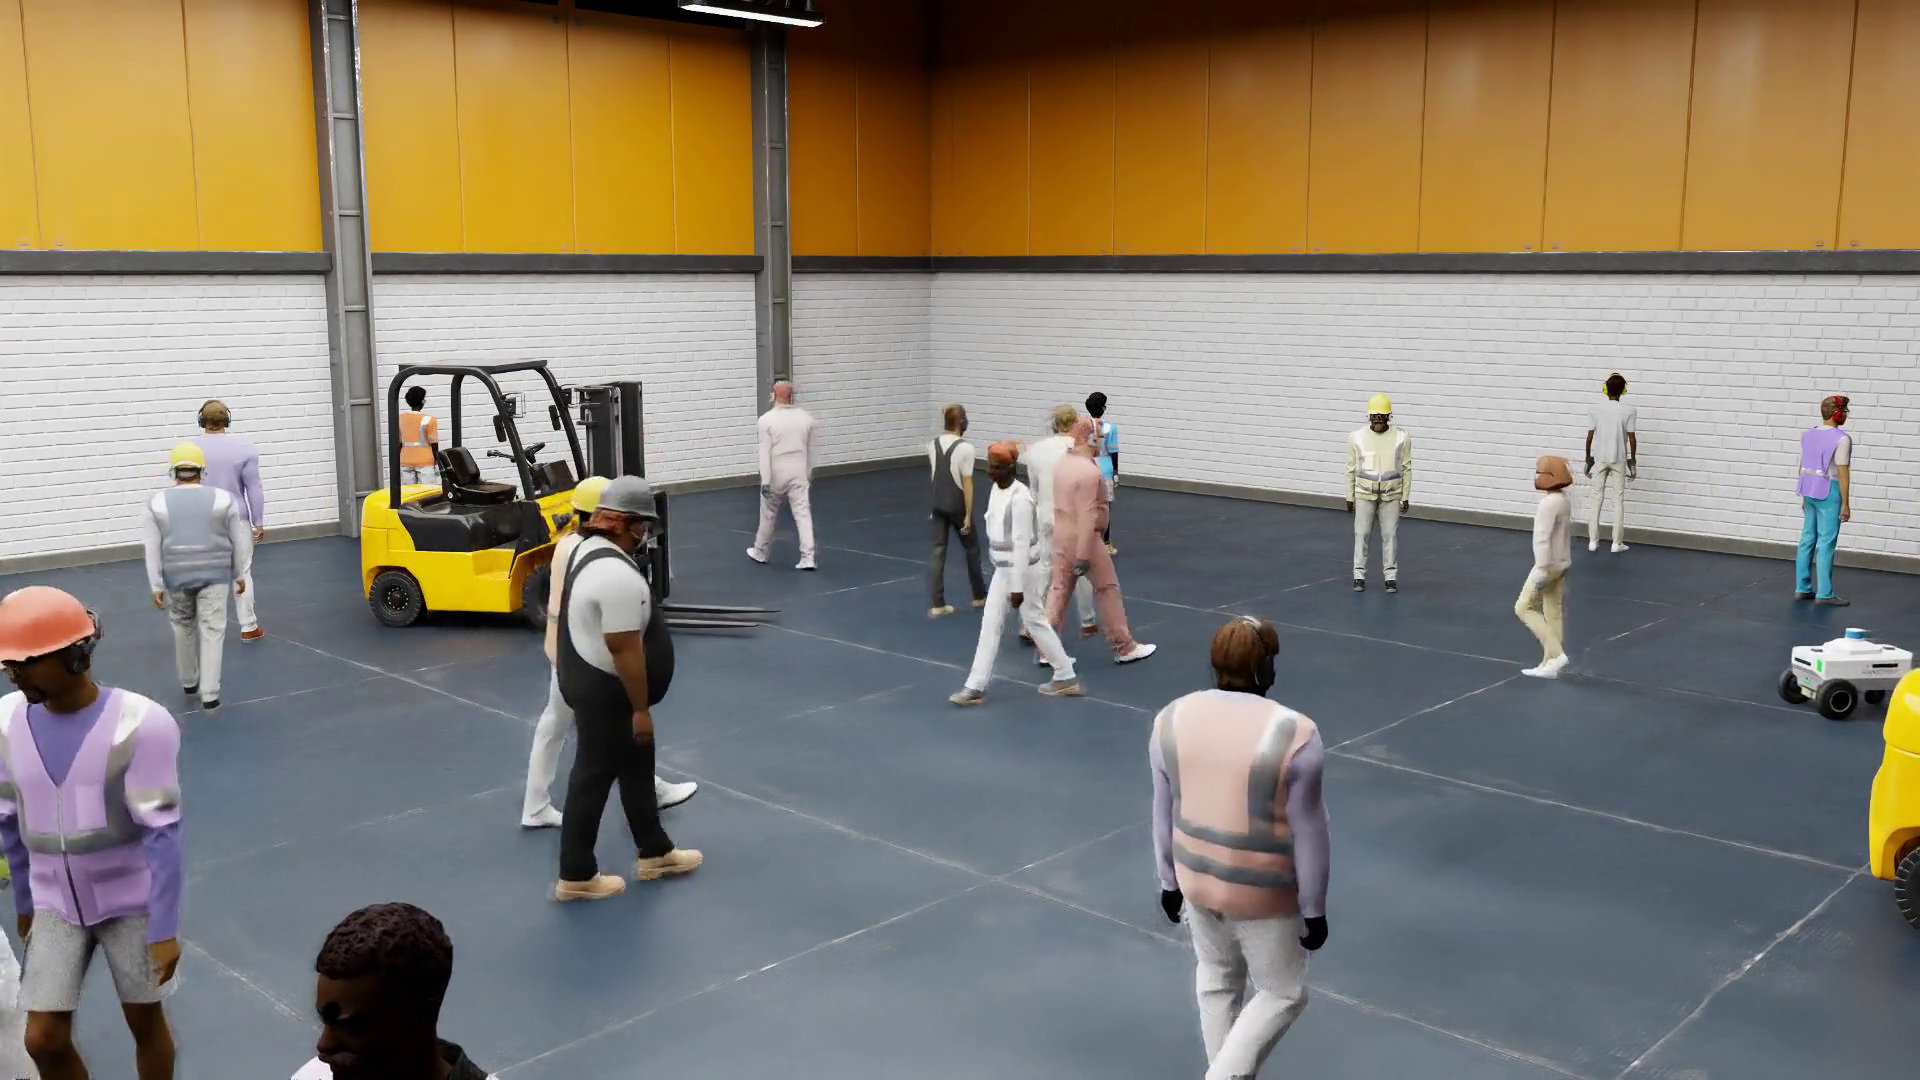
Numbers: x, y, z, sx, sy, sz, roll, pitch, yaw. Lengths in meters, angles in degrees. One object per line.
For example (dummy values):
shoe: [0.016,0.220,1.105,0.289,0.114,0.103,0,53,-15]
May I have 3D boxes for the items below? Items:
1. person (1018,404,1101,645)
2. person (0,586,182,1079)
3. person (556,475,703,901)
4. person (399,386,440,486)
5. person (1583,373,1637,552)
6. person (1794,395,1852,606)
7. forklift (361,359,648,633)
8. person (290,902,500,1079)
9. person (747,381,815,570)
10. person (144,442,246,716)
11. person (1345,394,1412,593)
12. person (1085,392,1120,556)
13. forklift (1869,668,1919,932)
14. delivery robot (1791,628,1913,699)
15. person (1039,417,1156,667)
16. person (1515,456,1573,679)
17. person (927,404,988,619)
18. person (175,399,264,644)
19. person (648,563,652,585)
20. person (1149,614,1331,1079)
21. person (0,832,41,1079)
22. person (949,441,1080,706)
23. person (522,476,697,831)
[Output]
person: [0.775,-0.114,13.102,0.629,1.896,0.918,4,10,25]
person: [-2.663,1.126,5.089,0.630,2.015,0.616,0,9,0]
person: [-1.544,0.671,7.801,0.847,2.000,0.716,-4,10,-23]
person: [-5.863,-0.819,18.007,0.531,1.694,0.320,3,10,17]
person: [6.797,-0.808,17.372,0.531,1.875,0.316,6,11,33]
person: [7.598,-0.350,14.649,0.390,1.848,0.563,-2,9,-11]
forklift: [-3.850,-0.407,13.936,2.313,2.155,1.214,2,9,11]
person: [-0.911,1.532,2.892,0.590,1.918,0.391,5,10,27]
person: [-1.742,-0.637,16.422,0.645,1.845,1.031,-6,11,-33]
person: [-5.125,0.234,11.207,0.590,1.794,0.852,-3,10,-19]
person: [3.813,-0.424,15.186,0.591,1.825,0.403,2,9,11]
person: [1.397,-0.672,17.084,0.535,1.697,0.318,5,11,29]
forklift: [5.205,0.723,7.013,2.313,2.155,1.214,9,13,43]
delivery robot: [5.940,0.830,11.077,0.707,0.478,0.477,-1,9,-7]
person: [1.014,0.019,12.349,0.978,1.850,0.638,-4,10,-24]
person: [4.192,0.204,11.926,0.341,1.620,0.530,7,12,36]
person: [0.001,-0.264,14.246,0.496,1.798,0.898,5,11,30]
person: [-5.792,-0.137,13.062,0.635,1.939,0.359,-2,9,-12]
person: [-3.142,-0.320,15.197,0.755,1.609,0.512,1,9,4]
person: [0.905,1.153,5.487,0.640,1.830,0.609,8,12,41]
person: [-3.323,1.192,5.357,0.898,1.798,0.627,-7,11,-35]
person: [0.382,0.217,11.293,0.965,1.820,0.624,-4,10,-22]
person: [-1.896,0.592,8.789,0.977,1.864,0.580,-4,10,-25]
